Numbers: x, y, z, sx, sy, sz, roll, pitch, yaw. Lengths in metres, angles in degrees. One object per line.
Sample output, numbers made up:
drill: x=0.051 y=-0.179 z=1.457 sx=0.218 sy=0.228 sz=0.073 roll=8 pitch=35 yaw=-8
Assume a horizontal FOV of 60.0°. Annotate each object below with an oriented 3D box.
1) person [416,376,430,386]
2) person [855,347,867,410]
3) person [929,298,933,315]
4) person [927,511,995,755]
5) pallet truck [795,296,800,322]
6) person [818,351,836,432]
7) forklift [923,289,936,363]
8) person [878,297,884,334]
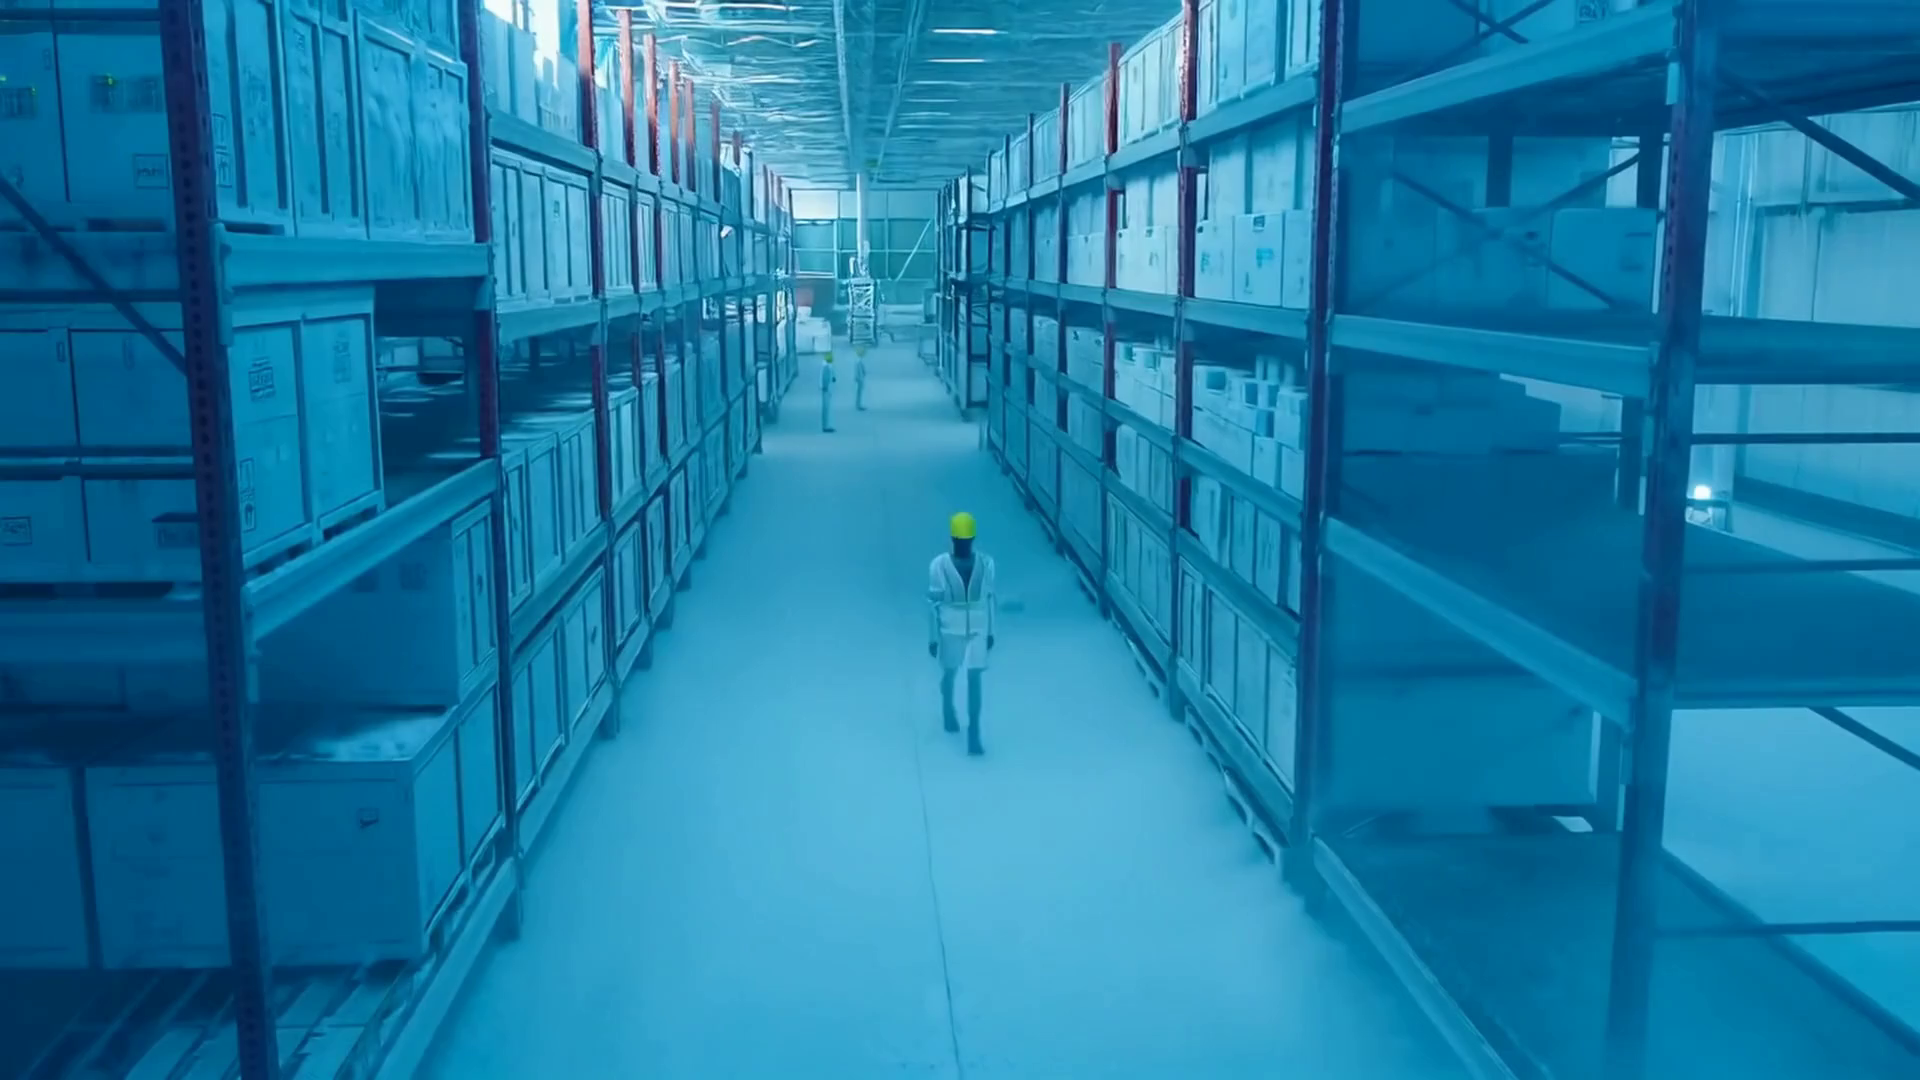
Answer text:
person: x=-8.617 y=-1.619 z=26.763 sx=0.622 sy=2.016 sz=0.857 roll=-2 pitch=10 yaw=-14
person: x=-2.579 y=-4.188 z=43.205 sx=0.284 sy=1.633 sz=0.497 roll=-1 pitch=10 yaw=-3
person: x=-1.553 y=-11.912 z=88.435 sx=0.357 sy=1.938 sz=0.542 roll=-1 pitch=10 yaw=-3
person: x=0.001 y=0.690 z=13.291 sx=0.558 sy=1.900 sz=0.965 roll=-2 pitch=10 yaw=-10
pallet truck: x=-8.622 y=-12.439 z=91.403 sx=1.885 sy=1.965 sz=0.823 roll=2 pitch=10 yaw=13
person: x=-3.014 y=-3.358 z=37.612 sx=0.390 sy=1.846 sz=0.564 roll=-1 pitch=10 yaw=-3
forklift: x=-0.836 y=-8.192 z=63.401 sx=1.129 sy=2.768 sz=1.873 roll=-1 pitch=10 yaw=-3
person: x=-4.236 y=-12.040 z=89.206 sx=0.373 sy=1.936 sz=0.629 roll=-1 pitch=10 yaw=-3
